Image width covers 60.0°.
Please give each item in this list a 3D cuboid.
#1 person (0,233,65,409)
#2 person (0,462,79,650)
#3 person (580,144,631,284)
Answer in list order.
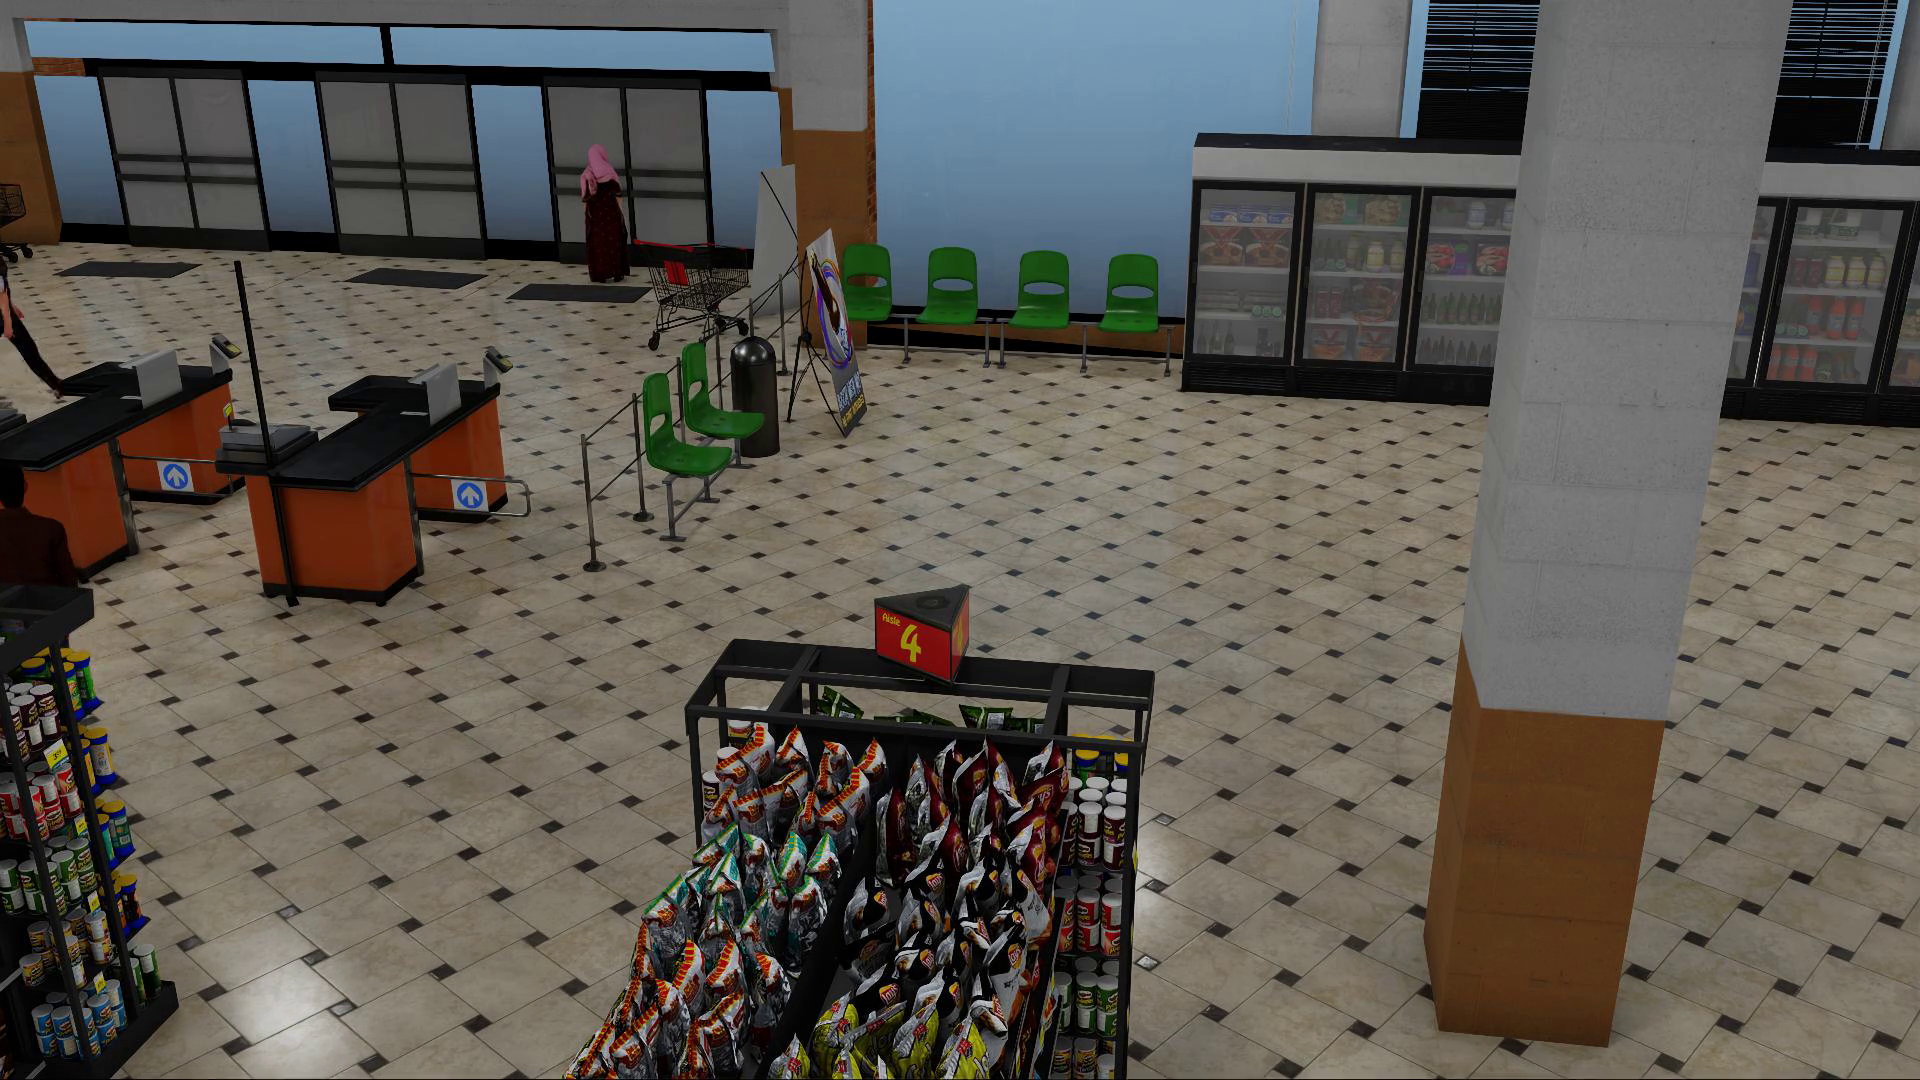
[{"bbox_3d":[-8.707,-1.956,14.897,0.927,1.724,1.186,13,25,29],"label":"person"},{"bbox_3d":[-4.866,0.508,8.769,1.035,1.721,1.151,-12,25,-28],"label":"person"},{"bbox_3d":[-4.253,-3.892,19.835,0.730,1.634,0.698,-3,22,-6],"label":"person"}]
